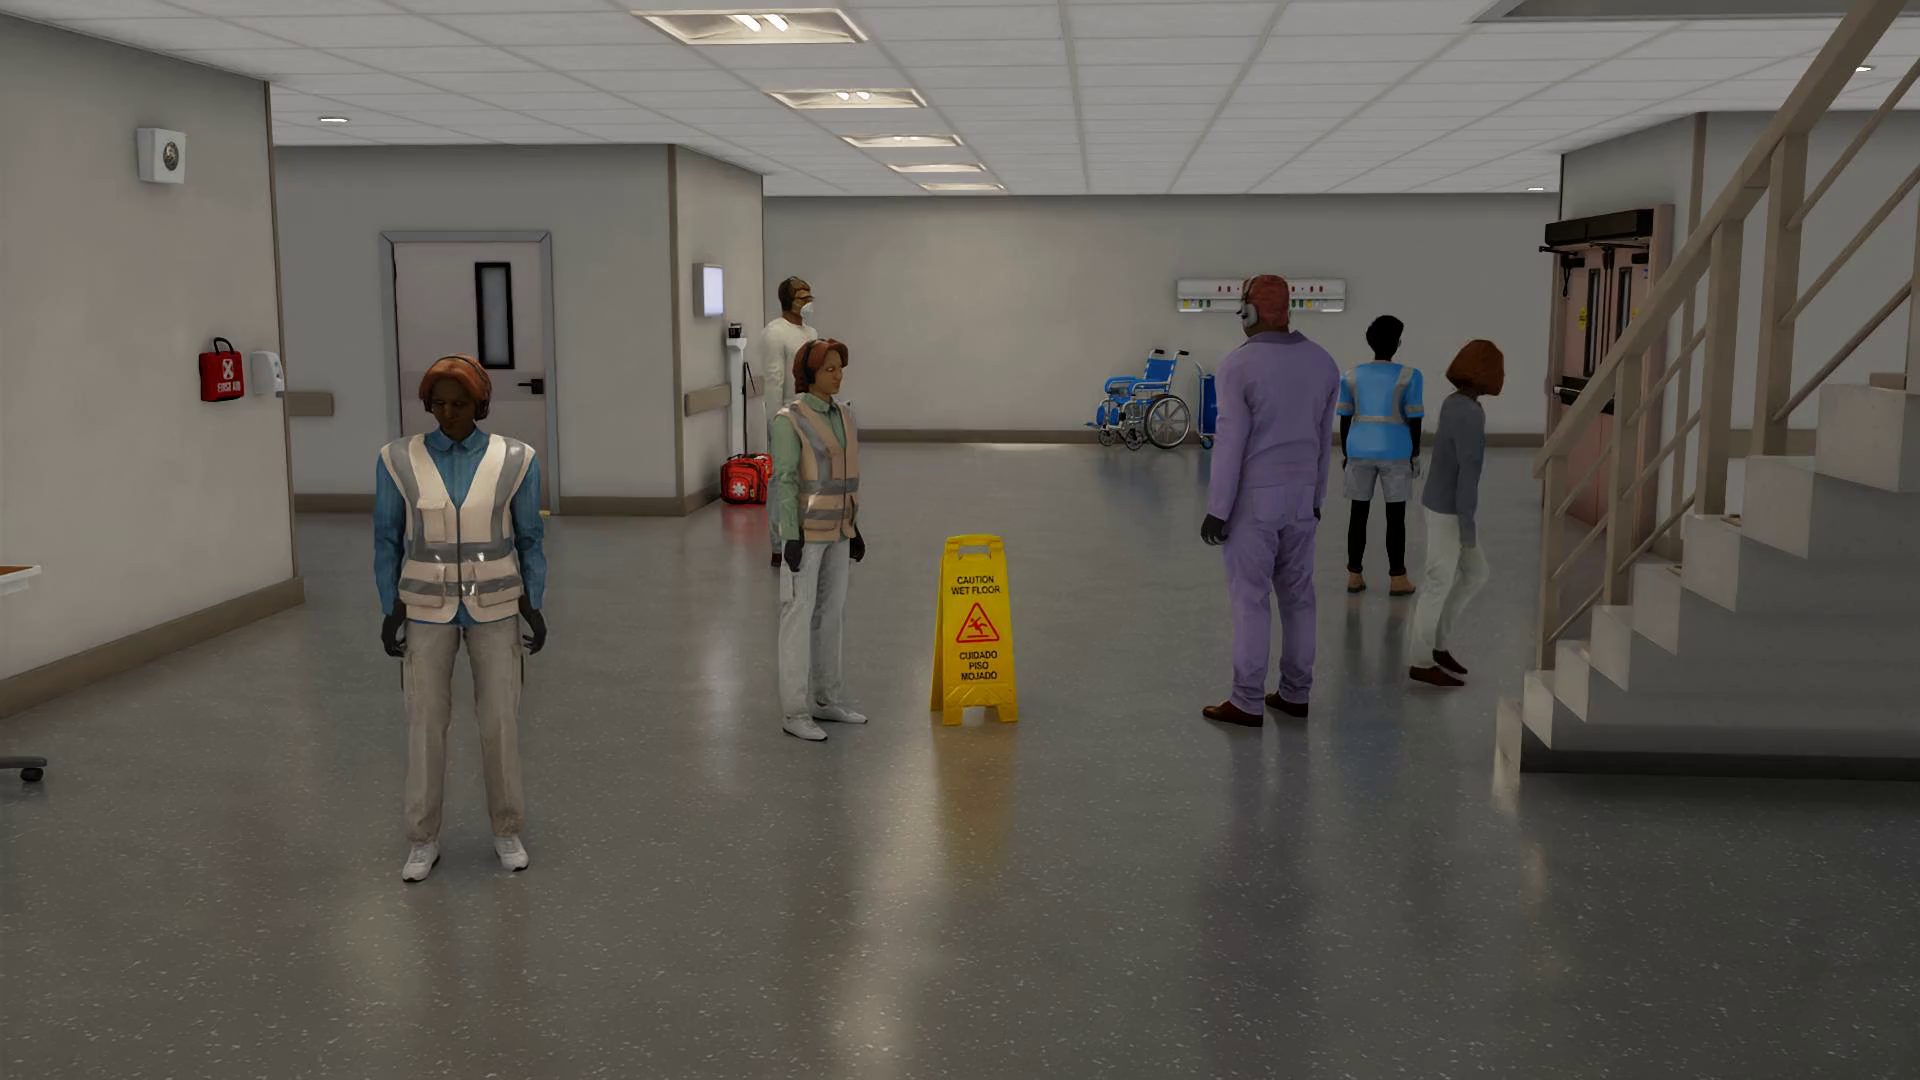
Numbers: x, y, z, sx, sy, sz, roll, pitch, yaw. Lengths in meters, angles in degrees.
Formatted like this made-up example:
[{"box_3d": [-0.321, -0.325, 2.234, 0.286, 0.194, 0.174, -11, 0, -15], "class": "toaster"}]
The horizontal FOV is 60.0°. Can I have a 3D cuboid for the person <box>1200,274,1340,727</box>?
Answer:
[{"box_3d": [1.283, -0.163, 7.052, 0.639, 1.902, 0.407, -5, 10, -32], "class": "person"}]

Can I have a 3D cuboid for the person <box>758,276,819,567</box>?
[{"box_3d": [-1.104, -0.784, 11.141, 0.372, 1.940, 0.632, 3, 9, 21], "class": "person"}]

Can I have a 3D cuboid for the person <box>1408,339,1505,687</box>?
[{"box_3d": [2.280, -0.115, 7.679, 0.404, 1.613, 0.522, 2, 9, 13], "class": "person"}]

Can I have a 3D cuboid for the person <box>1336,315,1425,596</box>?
[{"box_3d": [2.543, -0.508, 10.078, 0.536, 1.696, 0.322, 5, 10, 32], "class": "person"}]

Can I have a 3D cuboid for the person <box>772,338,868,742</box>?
[{"box_3d": [-0.581, -0.010, 6.883, 0.309, 1.641, 0.514, 5, 10, 30], "class": "person"}]

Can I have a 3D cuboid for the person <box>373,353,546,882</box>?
[{"box_3d": [-1.554, 0.238, 5.203, 0.513, 1.639, 0.313, -2, 9, -16], "class": "person"}]
